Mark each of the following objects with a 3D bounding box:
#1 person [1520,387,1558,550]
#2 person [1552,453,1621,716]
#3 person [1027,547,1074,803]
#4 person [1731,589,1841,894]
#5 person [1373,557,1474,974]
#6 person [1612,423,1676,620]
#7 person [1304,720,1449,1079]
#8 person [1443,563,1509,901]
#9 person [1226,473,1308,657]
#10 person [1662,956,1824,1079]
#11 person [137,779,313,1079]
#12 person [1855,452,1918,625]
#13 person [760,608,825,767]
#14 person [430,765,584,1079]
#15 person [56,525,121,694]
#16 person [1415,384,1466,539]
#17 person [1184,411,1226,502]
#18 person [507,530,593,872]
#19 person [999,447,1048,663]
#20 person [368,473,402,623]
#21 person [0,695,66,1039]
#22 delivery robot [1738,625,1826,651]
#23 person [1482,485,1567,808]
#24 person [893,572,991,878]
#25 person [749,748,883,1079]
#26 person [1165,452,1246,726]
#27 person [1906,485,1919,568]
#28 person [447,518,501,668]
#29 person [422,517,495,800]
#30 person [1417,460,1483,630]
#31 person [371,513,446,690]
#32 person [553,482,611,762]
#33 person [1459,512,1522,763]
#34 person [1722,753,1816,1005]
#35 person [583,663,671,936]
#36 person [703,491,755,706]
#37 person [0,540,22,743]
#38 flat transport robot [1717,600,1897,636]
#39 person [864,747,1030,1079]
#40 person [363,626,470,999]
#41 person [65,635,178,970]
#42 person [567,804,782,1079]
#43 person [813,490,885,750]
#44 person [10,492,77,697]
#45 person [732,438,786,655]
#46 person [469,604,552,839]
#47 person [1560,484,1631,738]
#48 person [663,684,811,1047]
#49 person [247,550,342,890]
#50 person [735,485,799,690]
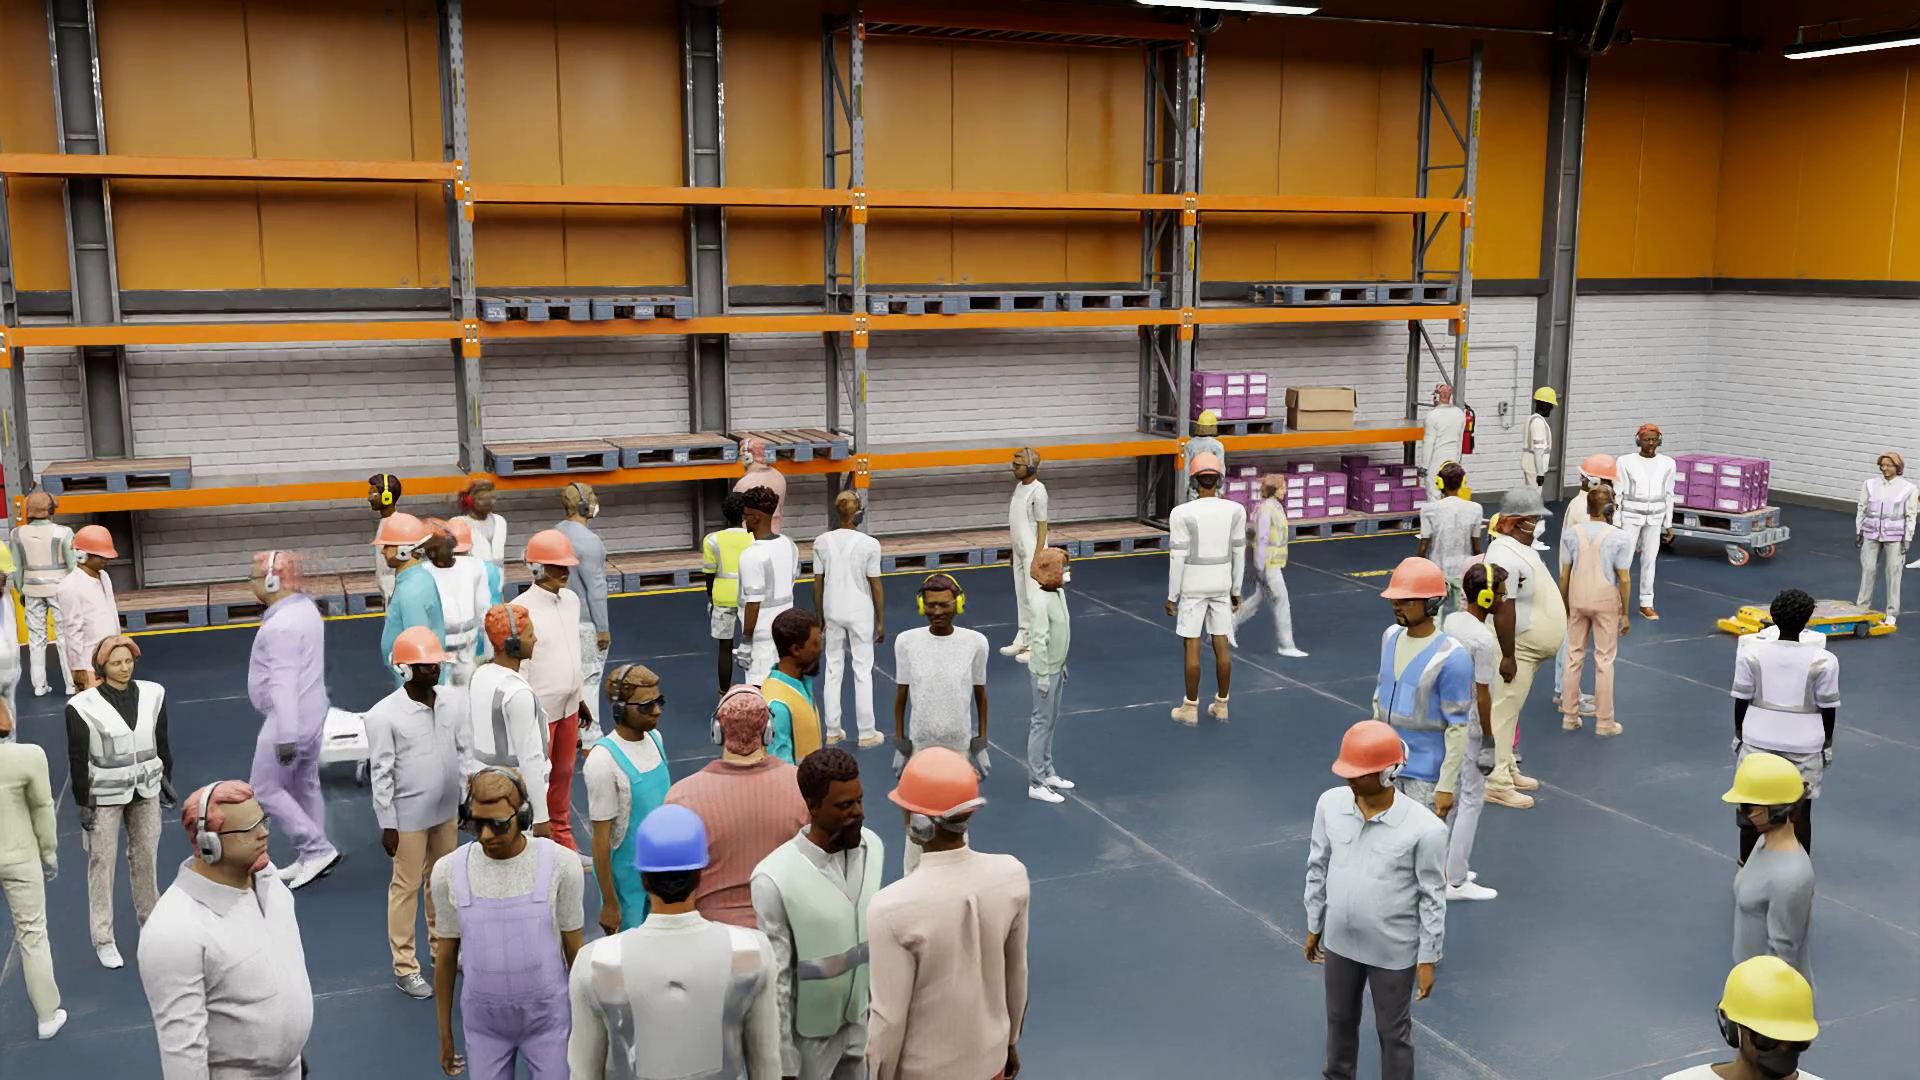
[{"bbox_3d":[6.823,-0.847,19.649,0.381,1.917,0.585,2,10,10],"label":"person"},{"bbox_3d":[4.769,0.328,12.665,0.403,1.989,0.621,2,10,14],"label":"person"},{"bbox_3d":[0.584,0.851,10.686,0.279,1.633,0.504,3,10,17],"label":"person"},{"bbox_3d":[4.467,1.104,9.039,0.531,1.698,0.320,6,12,32],"label":"person"},{"bbox_3d":[2.199,1.090,8.123,0.377,2.045,0.605,-5,11,-25],"label":"person"},{"bbox_3d":[6.506,-0.172,15.861,0.573,1.883,0.356,1,10,4],"label":"person"},{"bbox_3d":[1.568,1.536,6.405,0.575,1.743,0.339,9,13,42],"label":"person"},{"bbox_3d":[2.751,1.032,9.010,0.323,1.855,0.531,-1,10,-8],"label":"person"},{"bbox_3d":[2.643,0.202,14.491,0.770,1.614,0.522,4,11,21],"label":"person"},{"bbox_3d":[1.992,1.901,4.242,0.525,1.772,0.308,0,10,1],"label":"person"},{"bbox_3d":[-2.212,1.670,5.163,0.410,1.912,0.651,1,10,4],"label":"person"},{"bbox_3d":[8.695,-0.014,15.649,0.309,1.641,0.515,-9,13,-41],"label":"person"},{"bbox_3d":[-0.793,1.247,7.584,0.377,1.916,0.592,0,10,0],"label":"person"},{"bbox_3d":[-1.503,1.635,5.601,0.516,1.835,0.356,-1,10,-5],"label":"person"},{"bbox_3d":[-5.635,0.762,10.880,0.349,1.738,0.573,-1,10,-5],"label":"person"},{"bbox_3d":[5.835,-0.949,20.269,0.640,1.909,0.409,-6,12,-32],"label":"person"},{"bbox_3d":[2.738,-0.571,18.559,0.493,1.743,0.295,7,12,34],"label":"person"},{"bbox_3d":[-2.259,0.926,9.216,0.388,1.993,0.610,4,11,22],"label":"person"},{"bbox_3d":[0.570,0.124,14.265,0.345,1.846,0.506,-4,11,-24],"label":"person"},{"bbox_3d":[-4.253,0.430,12.429,0.328,1.872,0.513,-4,11,-23],"label":"person"},{"bbox_3d":[-4.248,1.433,7.326,0.498,1.633,0.283,-5,11,-26],"label":"person"},{"bbox_3d":[6.639,0.865,13.439,0.707,0.478,0.477,-5,11,-26],"label":"delivery robot"},{"bbox_3d":[3.582,0.660,10.612,0.538,2.000,0.683,4,11,24],"label":"person"},{"bbox_3d":[-0.094,1.081,8.676,0.514,1.872,0.332,0,10,-1],"label":"person"},{"bbox_3d":[-0.452,1.608,5.499,0.392,1.920,0.587,7,12,33],"label":"person"},{"bbox_3d":[1.803,0.363,12.342,0.614,2.032,0.381,-3,10,-18],"label":"person"},{"bbox_3d":[10.664,-0.501,18.181,0.339,1.738,0.497,-2,10,-9],"label":"person"},{"bbox_3d":[-3.350,0.710,11.176,0.563,1.742,0.339,-4,11,-23],"label":"person"},{"bbox_3d":[-3.247,0.755,10.616,0.394,1.863,0.612,8,13,38],"label":"person"},{"bbox_3d":[3.879,0.301,13.213,0.523,1.860,0.318,1,10,5],"label":"person"},{"bbox_3d":[-3.210,0.829,9.773,0.381,1.995,0.611,-3,10,-15],"label":"person"},{"bbox_3d":[-2.601,0.558,11.491,0.372,1.940,0.632,-8,13,-39],"label":"person"},{"bbox_3d":[3.689,0.665,11.411,0.523,1.759,0.351,3,10,14],"label":"person"},{"bbox_3d":[2.851,1.616,5.931,0.343,1.755,0.531,3,10,18],"label":"person"},{"bbox_3d":[-1.340,1.407,6.870,0.330,1.844,0.519,3,10,17],"label":"person"},{"bbox_3d":[-1.686,0.472,12.686,0.532,1.696,0.318,0,10,-2],"label":"person"},{"bbox_3d":[-5.918,0.887,9.983,0.589,1.802,0.615,1,10,6],"label":"person"},{"bbox_3d":[7.777,0.737,15.264,1.431,0.197,0.652,-3,10,-17],"label":"flat transport robot"},{"bbox_3d":[-0.054,1.619,5.215,0.624,1.993,0.388,-8,13,-38],"label":"person"},{"bbox_3d":[-2.543,1.270,7.912,0.318,1.756,0.560,5,11,27],"label":"person"},{"bbox_3d":[-4.141,1.271,8.242,0.313,1.642,0.513,7,12,33],"label":"person"},{"bbox_3d":[-0.817,1.719,4.831,0.619,1.933,0.420,-3,10,-16],"label":"person"},{"bbox_3d":[-0.779,0.564,11.726,0.518,1.844,0.329,3,10,16],"label":"person"},{"bbox_3d":[-7.165,0.430,13.090,0.521,1.640,0.306,0,10,-3],"label":"person"},{"bbox_3d":[-1.781,0.056,14.488,0.410,1.905,0.643,4,11,24],"label":"person"},{"bbox_3d":[-2.084,1.225,7.811,0.355,1.883,0.575,-8,13,-39],"label":"person"},{"bbox_3d":[4.592,0.513,12.037,0.507,1.840,0.343,9,13,41],"label":"person"},{"bbox_3d":[-0.794,1.480,6.275,0.642,1.909,0.410,-2,10,-14],"label":"person"},{"bbox_3d":[-3.700,0.989,9.138,0.416,1.892,0.652,-1,10,-8],"label":"person"},{"bbox_3d":[-1.306,0.609,11.121,0.368,1.966,0.603,4,11,21],"label":"person"}]
